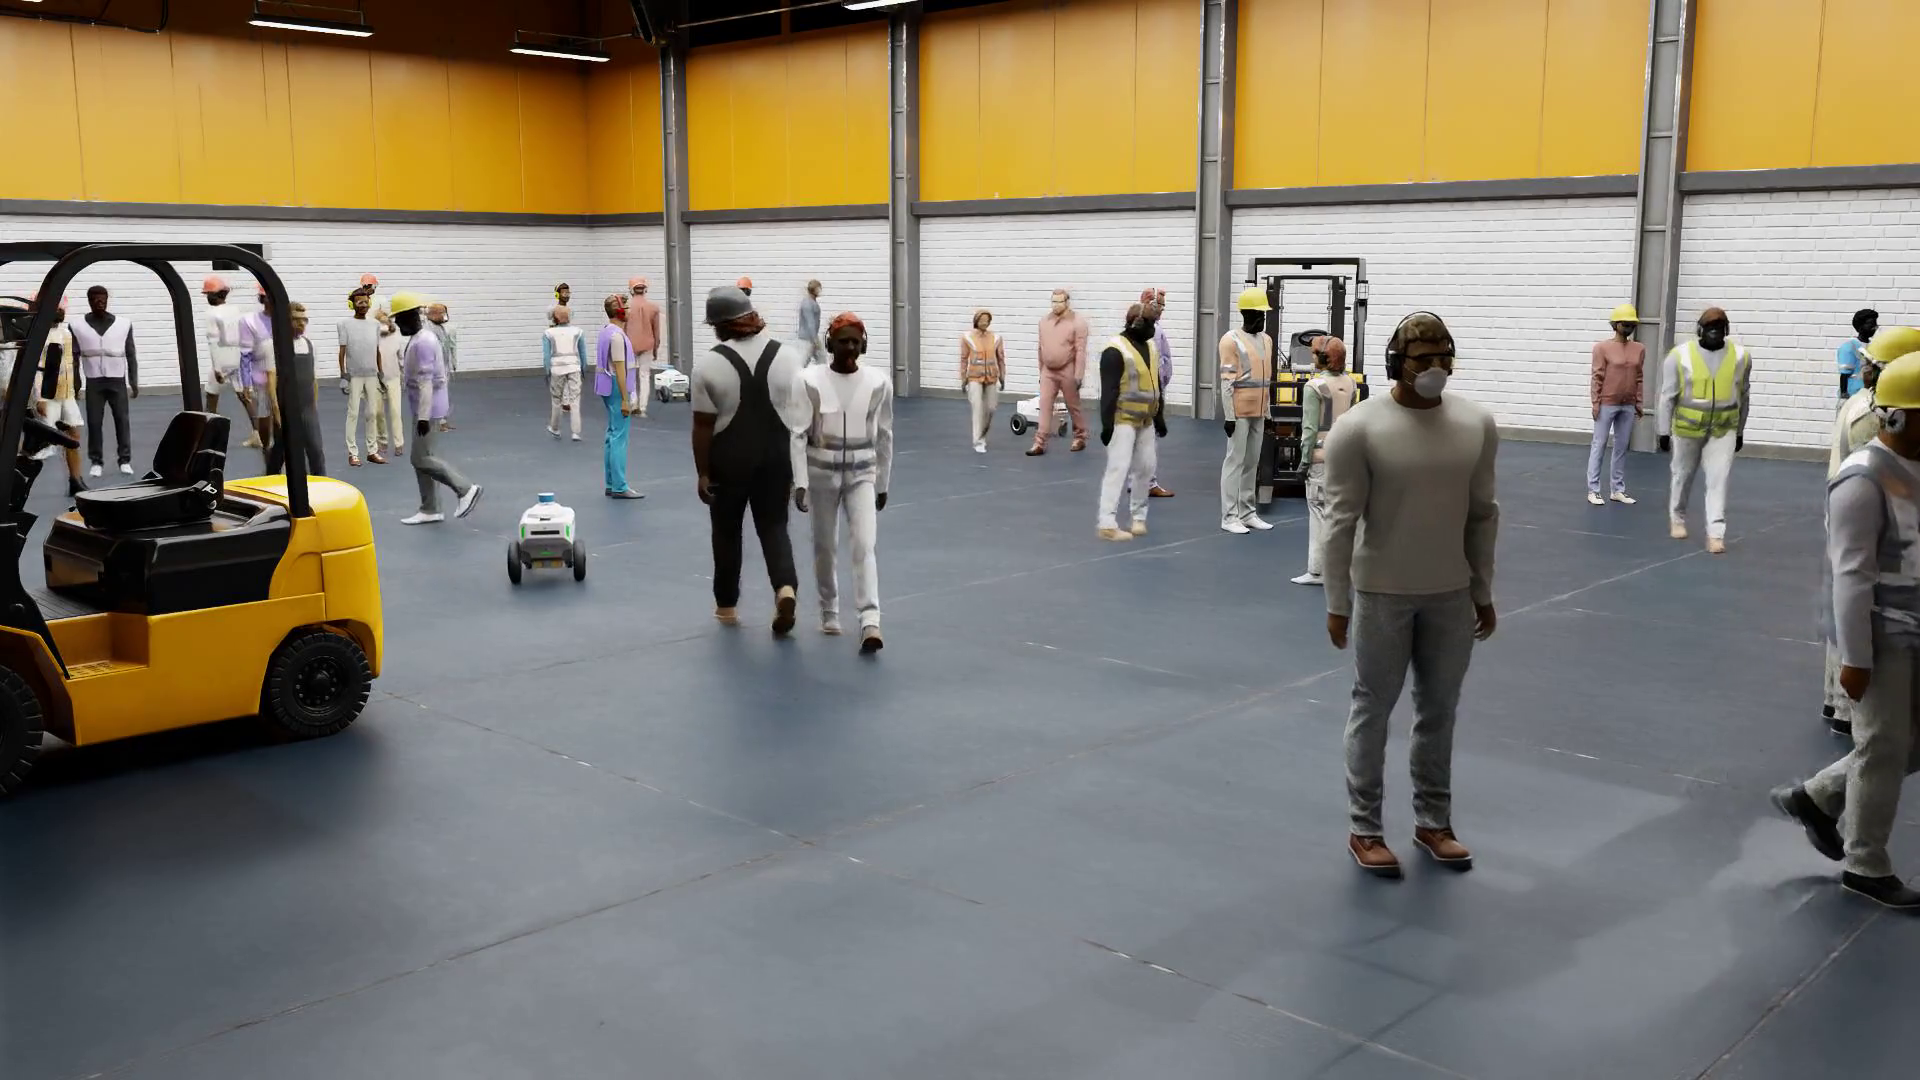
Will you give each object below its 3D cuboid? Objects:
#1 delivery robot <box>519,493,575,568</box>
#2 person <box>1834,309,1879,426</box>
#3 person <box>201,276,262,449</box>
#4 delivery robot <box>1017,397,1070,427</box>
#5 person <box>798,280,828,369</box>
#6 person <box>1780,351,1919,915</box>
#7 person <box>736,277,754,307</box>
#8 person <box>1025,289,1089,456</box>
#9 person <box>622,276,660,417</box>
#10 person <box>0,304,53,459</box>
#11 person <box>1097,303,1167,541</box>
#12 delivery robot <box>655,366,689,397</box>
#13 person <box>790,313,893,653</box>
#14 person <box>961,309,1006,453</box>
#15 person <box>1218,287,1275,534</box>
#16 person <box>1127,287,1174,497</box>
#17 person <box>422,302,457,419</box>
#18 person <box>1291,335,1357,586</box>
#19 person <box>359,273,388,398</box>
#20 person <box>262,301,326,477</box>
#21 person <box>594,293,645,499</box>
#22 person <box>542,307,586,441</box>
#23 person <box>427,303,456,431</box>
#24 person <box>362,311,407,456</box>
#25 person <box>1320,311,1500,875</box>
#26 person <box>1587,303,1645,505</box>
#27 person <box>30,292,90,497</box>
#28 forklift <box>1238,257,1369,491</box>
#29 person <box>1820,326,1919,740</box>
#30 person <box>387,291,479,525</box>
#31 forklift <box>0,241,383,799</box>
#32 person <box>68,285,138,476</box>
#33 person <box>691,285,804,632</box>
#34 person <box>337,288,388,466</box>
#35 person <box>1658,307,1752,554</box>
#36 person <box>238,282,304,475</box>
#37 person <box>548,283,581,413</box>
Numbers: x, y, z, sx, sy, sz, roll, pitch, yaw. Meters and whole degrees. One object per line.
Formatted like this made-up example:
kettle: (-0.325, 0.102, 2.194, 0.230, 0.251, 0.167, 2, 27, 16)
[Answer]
delivery robot: (-2.781, -0.073, 11.219, 0.477, 0.478, 0.707, -2, 9, -11)
person: (8.528, -1.342, 15.791, 0.541, 1.695, 0.316, -5, 10, -28)
person: (-8.508, -2.040, 19.199, 1.057, 1.986, 0.616, 4, 10, 23)
delivery robot: (1.042, -1.610, 20.641, 0.477, 0.478, 0.707, -8, 12, -40)
person: (-2.224, -3.097, 25.958, 0.983, 1.894, 0.656, 1, 9, 9)
person: (3.004, 0.288, 5.432, 0.610, 1.813, 0.470, -7, 12, -37)
person: (-3.507, -3.316, 27.159, 0.356, 1.939, 0.543, -8, 12, -39)
person: (1.134, -1.883, 18.652, 0.660, 1.856, 0.982, 6, 11, 31)
person: (-4.508, -2.707, 23.311, 0.656, 1.970, 0.506, -5, 10, -26)
person: (-10.317, -1.702, 17.988, 0.811, 1.708, 0.499, -6, 11, -32)
person: (1.302, -0.911, 12.826, 0.434, 1.819, 0.644, 7, 12, 38)
delivery robot: (-4.499, -2.475, 25.946, 0.477, 0.478, 0.707, -5, 11, -30)
person: (-0.642, -0.317, 9.109, 0.583, 1.830, 0.991, -2, 9, -9)
person: (0.248, -1.824, 18.998, 0.532, 1.621, 0.650, -3, 10, -15)
person: (2.272, -1.018, 13.101, 0.362, 1.928, 0.587, 9, 13, 44)
person: (1.733, -1.344, 15.186, 0.408, 1.903, 0.638, -3, 10, -15)
person: (-7.194, -2.485, 23.034, 0.497, 1.615, 0.628, 0, 9, -1)
person: (2.400, -0.517, 10.898, 0.516, 1.645, 0.308, -9, 13, -43)
person: (-9.395, -3.250, 26.577, 0.611, 1.995, 0.375, 4, 10, 21)
person: (-5.628, -1.107, 14.029, 0.951, 1.808, 0.510, 8, 12, 41)
person: (-3.100, -1.293, 15.026, 0.379, 1.847, 0.570, -4, 10, -22)
person: (-4.800, -2.016, 20.188, 0.539, 1.594, 0.796, -4, 10, -21)
person: (-6.650, -2.207, 21.285, 0.272, 1.632, 0.507, 0, 9, -3)
person: (-6.419, -1.754, 18.585, 0.510, 1.608, 0.658, -2, 10, -15)
person: (1.536, 0.188, 5.716, 0.641, 1.932, 0.379, -2, 10, -14)
person: (5.785, -1.190, 14.641, 0.522, 1.772, 0.306, -3, 10, -15)
person: (-8.252, -1.326, 15.043, 0.771, 1.919, 0.566, 2, 10, 14)
forklift: (3.309, -1.629, 16.029, 1.214, 2.155, 2.313, 2, 9, 11)
person: (4.036, -0.026, 7.338, 0.403, 1.824, 0.588, 4, 10, 22)
person: (-4.272, -1.054, 13.418, 0.586, 1.892, 0.621, -5, 10, -26)
forklift: (-3.706, -0.171, 7.093, 1.214, 2.155, 2.313, 9, 13, 43)
person: (-8.610, -1.597, 16.721, 0.611, 1.906, 0.411, -5, 10, -28)
person: (-1.211, -0.489, 9.513, 0.688, 2.000, 0.835, -3, 10, -20)
person: (-6.302, -1.718, 17.572, 0.316, 1.870, 0.539, 8, 12, 41)
person: (5.558, -0.846, 12.471, 0.642, 1.800, 0.956, 2, 10, 13)
person: (-6.714, -1.576, 16.274, 0.608, 2.015, 0.884, -5, 10, -26)
person: (-5.728, -2.774, 24.050, 0.310, 1.868, 0.532, 5, 11, 29)
